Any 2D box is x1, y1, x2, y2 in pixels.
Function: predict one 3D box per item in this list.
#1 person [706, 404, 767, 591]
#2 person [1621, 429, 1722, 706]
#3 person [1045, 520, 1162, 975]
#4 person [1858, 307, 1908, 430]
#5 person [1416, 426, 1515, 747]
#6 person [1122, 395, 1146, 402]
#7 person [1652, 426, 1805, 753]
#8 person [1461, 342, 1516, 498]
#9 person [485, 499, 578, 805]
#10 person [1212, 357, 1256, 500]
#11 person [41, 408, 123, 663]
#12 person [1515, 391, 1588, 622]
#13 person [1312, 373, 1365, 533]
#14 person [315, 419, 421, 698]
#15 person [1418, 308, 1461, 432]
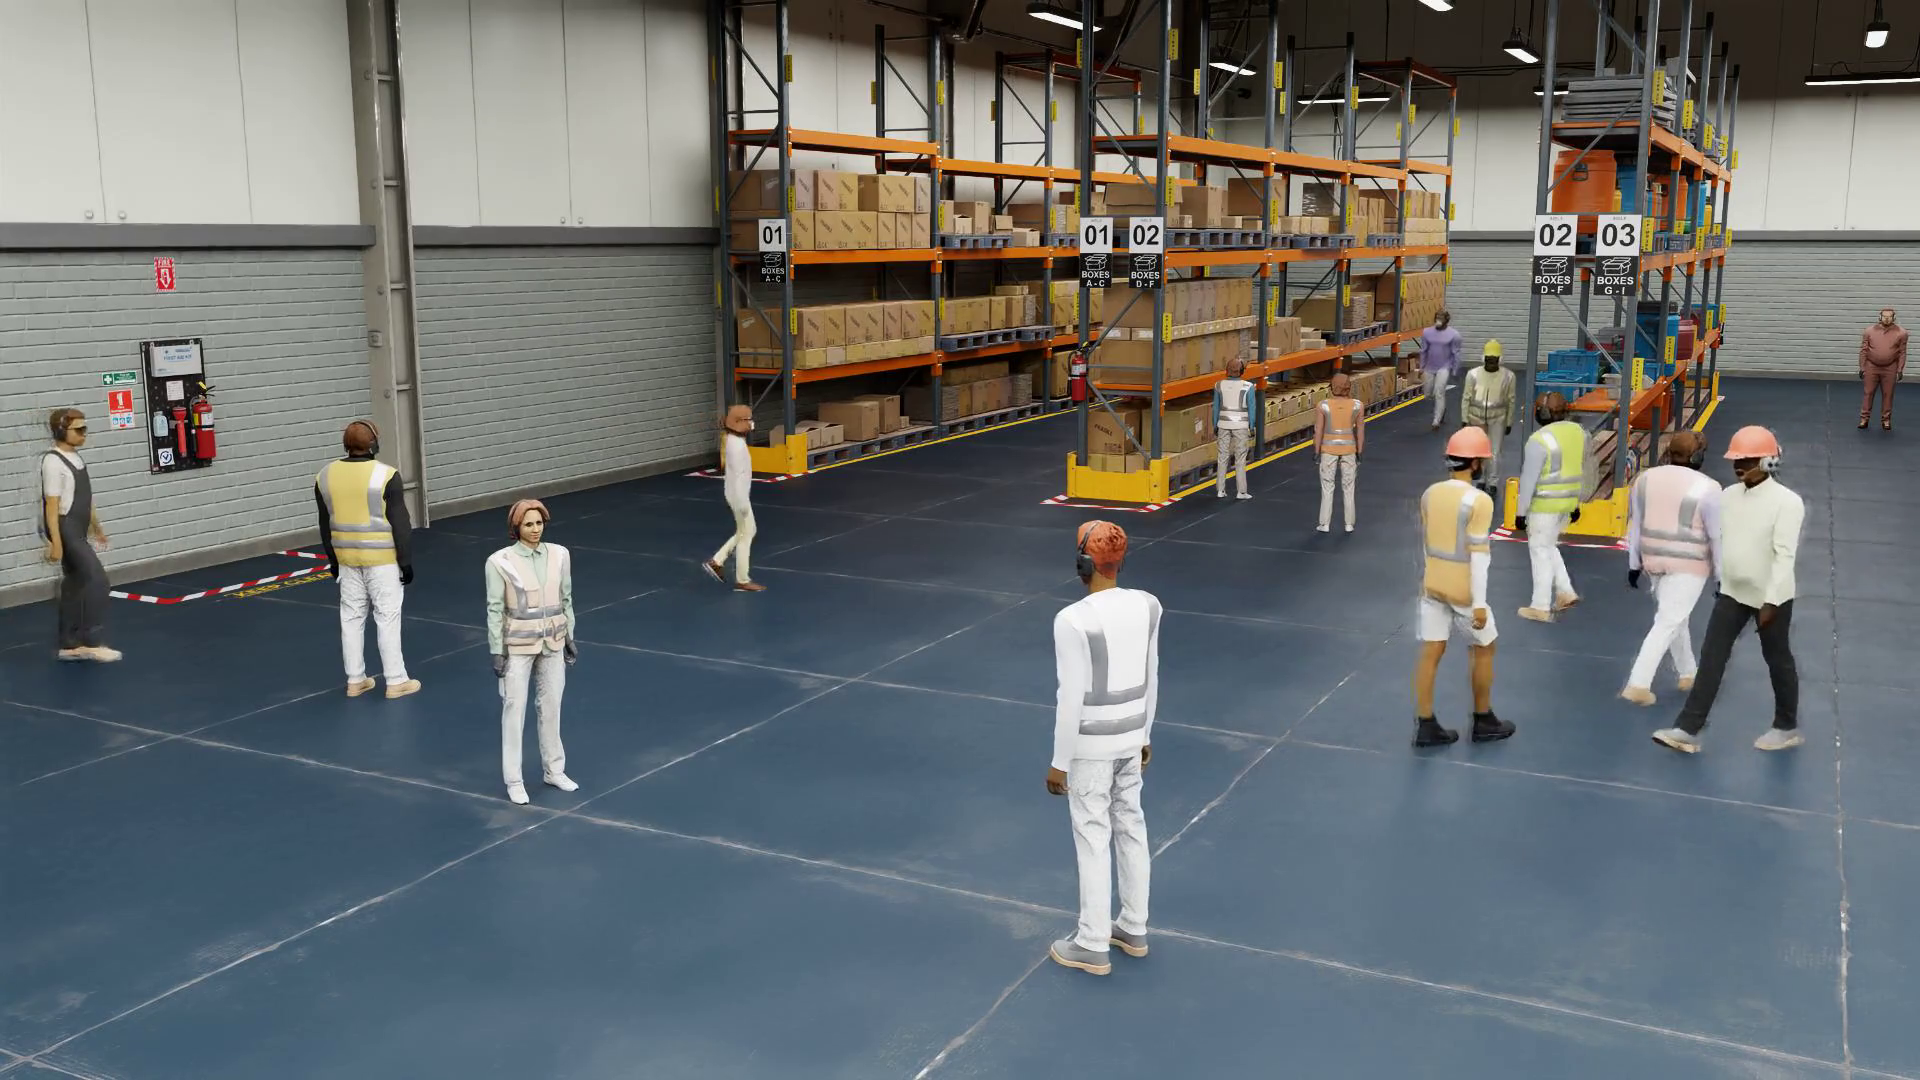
[{"bbox_3d":[-1.906,-0.354,14.170,0.418,1.617,0.519,-2,11,-12],"label":"person"},{"bbox_3d":[4.672,0.173,10.832,0.971,1.796,0.644,-6,12,-28],"label":"person"},{"bbox_3d":[0.592,0.850,6.880,0.581,1.882,0.339,-9,14,-41],"label":"person"},{"bbox_3d":[14.474,-2.692,26.121,0.641,1.913,0.407,6,12,28],"label":"person"},{"bbox_3d":[3.048,0.278,9.907,0.780,1.913,0.571,-6,12,-28],"label":"person"},{"bbox_3d":[2.495,-2.153,23.587,0.523,1.767,0.318,7,13,35],"label":"person"},{"bbox_3d":[4.586,0.308,9.684,1.014,1.940,0.620,-4,11,-23],"label":"person"},{"bbox_3d":[6.144,-1.404,19.397,0.587,1.791,0.920,5,11,24],"label":"person"},{"bbox_3d":[-2.305,0.588,8.974,0.306,1.640,0.523,10,14,44],"label":"person"},{"bbox_3d":[3.152,-1.278,19.152,0.521,1.638,0.311,6,12,31],"label":"person"},{"bbox_3d":[-6.219,-0.030,11.838,0.612,1.827,0.529,-3,11,-16],"label":"person"},{"bbox_3d":[4.617,-0.260,13.077,0.662,1.827,0.447,-7,12,-33],"label":"person"},{"bbox_3d":[3.860,-0.880,16.981,0.525,1.639,0.307,0,10,1],"label":"person"},{"bbox_3d":[-3.872,0.127,10.934,0.632,1.846,0.429,2,11,12],"label":"person"},{"bbox_3d":[7.459,-2.645,25.839,0.641,1.920,0.647,8,13,39],"label":"person"}]
